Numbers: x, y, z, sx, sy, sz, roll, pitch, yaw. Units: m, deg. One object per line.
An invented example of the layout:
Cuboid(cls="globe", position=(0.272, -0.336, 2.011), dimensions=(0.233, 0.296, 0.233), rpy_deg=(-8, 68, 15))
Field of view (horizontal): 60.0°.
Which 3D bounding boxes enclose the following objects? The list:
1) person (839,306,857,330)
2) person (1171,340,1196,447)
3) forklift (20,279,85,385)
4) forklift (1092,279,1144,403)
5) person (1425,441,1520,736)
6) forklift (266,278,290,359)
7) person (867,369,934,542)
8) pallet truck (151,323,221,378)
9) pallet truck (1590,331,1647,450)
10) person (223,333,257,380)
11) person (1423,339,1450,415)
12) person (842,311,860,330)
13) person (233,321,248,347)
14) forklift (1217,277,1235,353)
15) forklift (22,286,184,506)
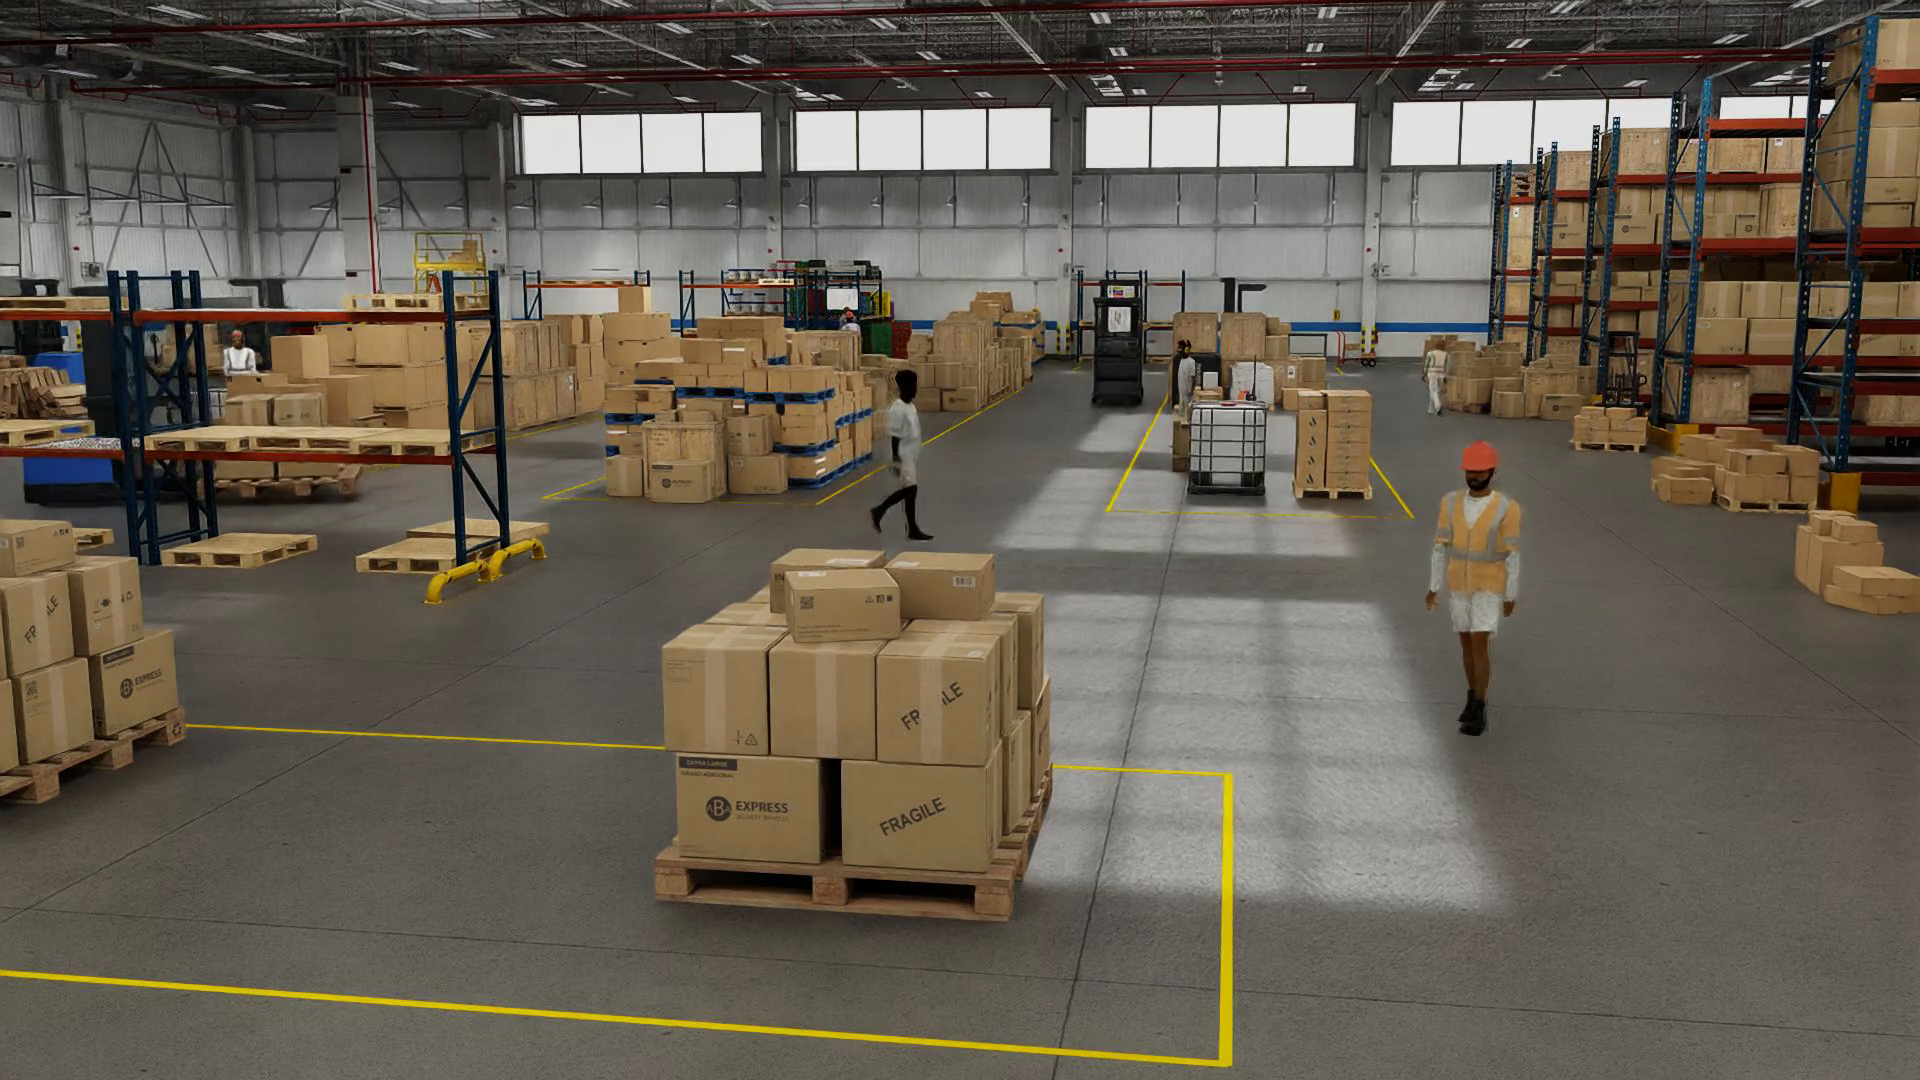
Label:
Cuboid(cls="person", position=(-3.464, -6.246, 51.368), dimensions=(0.632, 1.932, 0.367), rpy_deg=(-8, 12, -41))
Cuboid(cls="person", position=(3.832, -2.473, 28.290), dimensions=(0.309, 1.864, 0.535), rpy_deg=(-3, 10, -17))
Cuboid(cls="forklift", position=(-21.642, -4.773, 39.353), dimensions=(1.873, 2.768, 1.129), rpy_deg=(1, 9, 9))
Cuboid(cls="forklift", position=(3.670, -4.607, 38.329), dimensions=(1.129, 2.768, 1.873), rpy_deg=(1, 9, 8))
Cuboid(cls="person", position=(3.351, 0.310, 10.947), dimensions=(0.545, 1.912, 0.787), rpy_deg=(8, 12, 41))
Cuboid(cls="forklift", position=(-17.637, -5.370, 43.033), dimensions=(1.873, 2.768, 1.129), rpy_deg=(-3, 10, -17))
Cuboid(cls="person", position=(-0.684, -0.949, 18.658), dimensions=(0.766, 1.944, 0.611), rpy_deg=(3, 10, 16))
Cuboid(cls="pallet truck", position=(-21.869, -5.598, 47.154), dimensions=(0.823, 1.965, 1.885), rpy_deg=(4, 10, 26))
Cuboid(cls="pallet truck", position=(11.253, -2.573, 28.499), dimensions=(0.823, 1.965, 1.885), rpy_deg=(5, 10, 27))
Cuboid(cls="person", position=(-13.736, -3.022, 31.741), dimensions=(0.595, 1.831, 0.967), rpy_deg=(-2, 9, -14))
Cuboid(cls="person", position=(10.030, -3.414, 34.875), dimensions=(0.522, 1.605, 0.753), rpy_deg=(-1, 9, -8))
Cuboid(cls="person", position=(-2.971, -5.228, 45.106), dimensions=(0.542, 1.928, 0.399), rpy_deg=(-6, 11, -35))
Cuboid(cls="person", position=(-19.975, -5.260, 46.202), dimensions=(0.517, 1.635, 0.312), rpy_deg=(5, 10, 28))
Cuboid(cls="forklift", position=(7.793, -6.235, 48.367), dimensions=(1.873, 2.768, 1.129), rpy_deg=(1, 9, 9))
Cuboid(cls="forklift", position=(-11.154, -1.906, 21.669), dimensions=(1.873, 2.768, 1.129), rpy_deg=(-3, 10, -15))
